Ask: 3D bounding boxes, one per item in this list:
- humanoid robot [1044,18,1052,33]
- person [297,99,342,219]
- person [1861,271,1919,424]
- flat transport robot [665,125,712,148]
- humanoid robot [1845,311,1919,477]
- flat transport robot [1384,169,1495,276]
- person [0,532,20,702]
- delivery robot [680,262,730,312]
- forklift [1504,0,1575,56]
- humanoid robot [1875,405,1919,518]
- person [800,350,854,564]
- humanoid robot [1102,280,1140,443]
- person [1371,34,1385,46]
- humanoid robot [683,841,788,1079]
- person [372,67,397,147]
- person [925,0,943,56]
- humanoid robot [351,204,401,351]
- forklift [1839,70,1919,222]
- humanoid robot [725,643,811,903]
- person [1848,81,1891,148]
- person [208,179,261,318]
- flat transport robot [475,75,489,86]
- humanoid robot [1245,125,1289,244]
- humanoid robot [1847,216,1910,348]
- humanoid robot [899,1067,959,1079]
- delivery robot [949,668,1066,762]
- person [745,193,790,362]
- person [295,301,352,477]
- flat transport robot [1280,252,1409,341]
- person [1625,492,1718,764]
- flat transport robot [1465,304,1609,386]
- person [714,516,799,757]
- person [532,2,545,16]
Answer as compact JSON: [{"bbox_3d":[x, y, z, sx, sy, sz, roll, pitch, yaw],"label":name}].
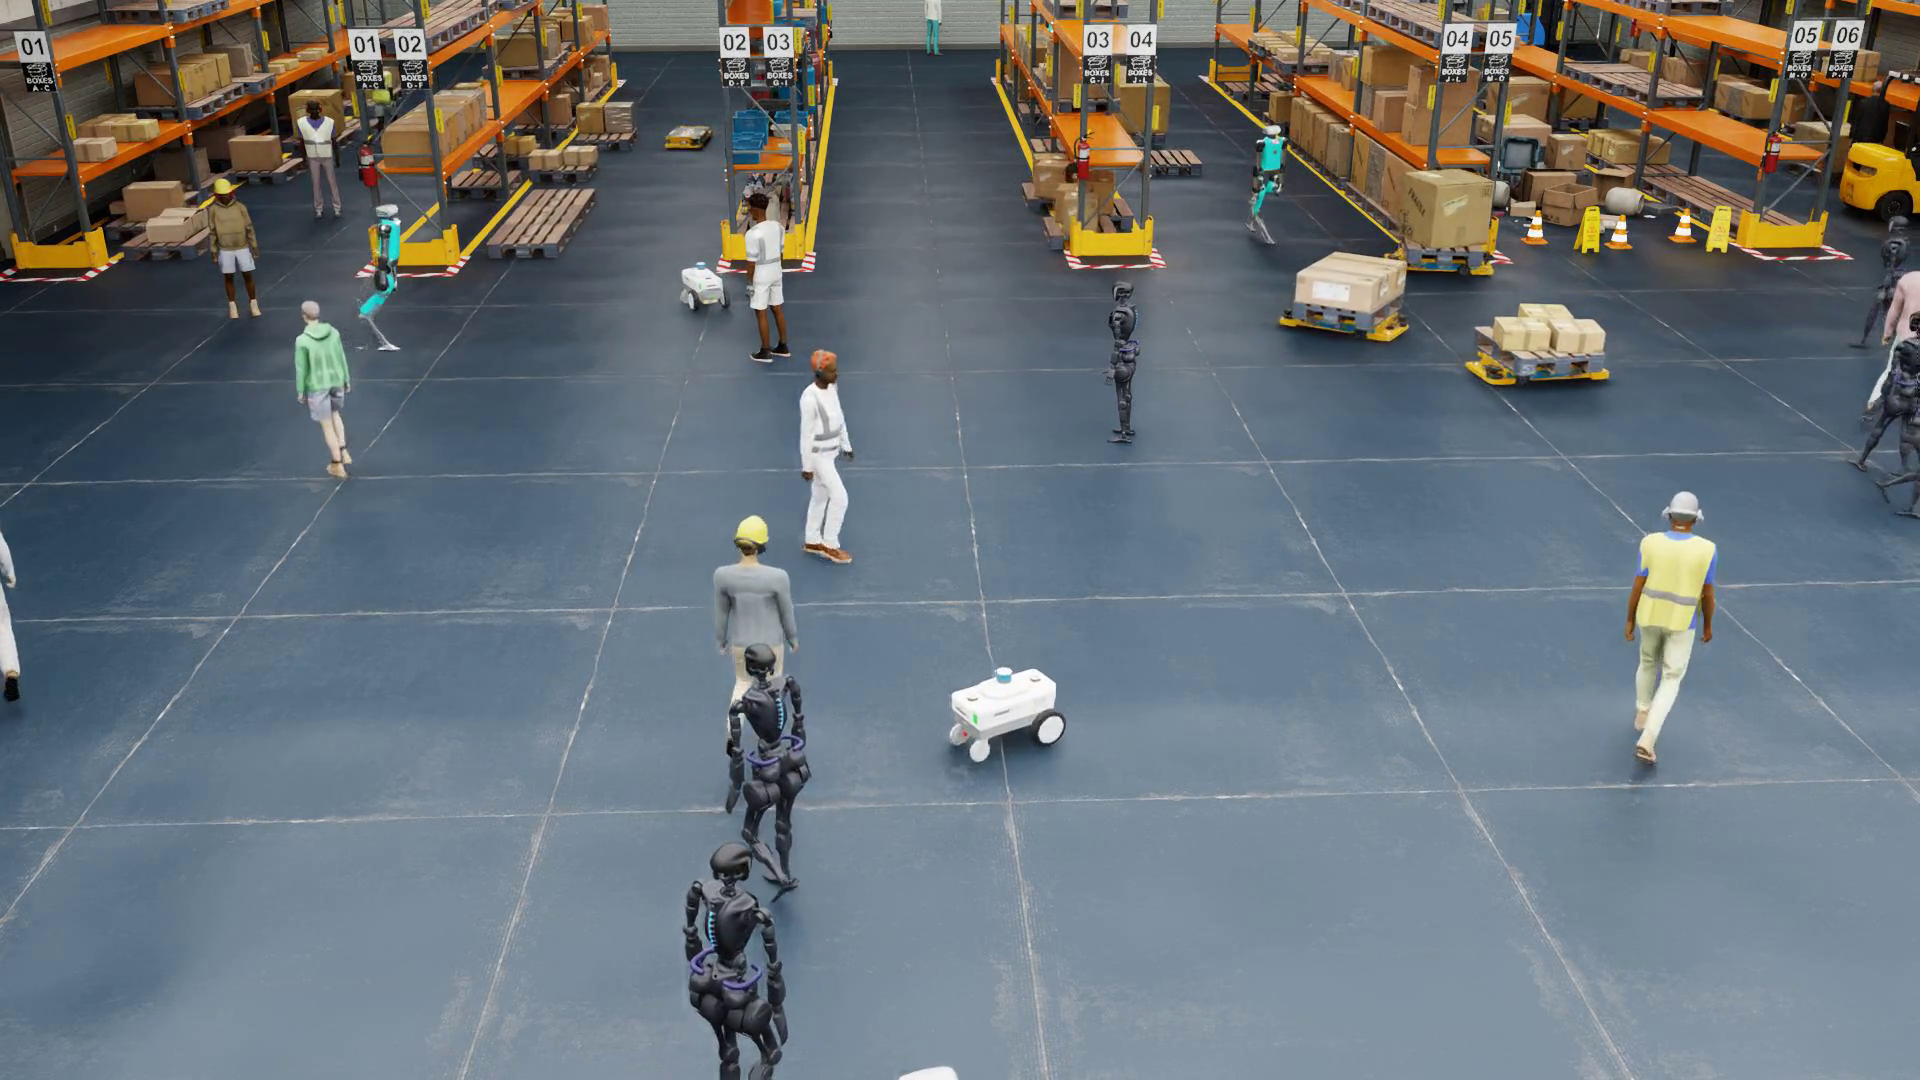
[{"bbox_3d":[2.328,-12.978,41.664,0.735,1.677,0.533,5,24,10],"label":"humanoid robot"},{"bbox_3d":[-9.949,-5.942,25.899,0.559,1.839,0.388,-6,25,-14],"label":"person"},{"bbox_3d":[9.797,-2.070,17.126,0.853,1.906,0.648,-17,29,-34],"label":"person"},{"bbox_3d":[-5.178,-7.684,31.738,0.659,0.231,1.431,1,24,1],"label":"flat transport robot"},{"bbox_3d":[9.006,-1.416,15.939,0.588,1.636,0.641,-10,26,-22],"label":"humanoid robot"},{"bbox_3d":[6.680,-3.892,23.218,1.431,0.231,0.659,4,24,9],"label":"flat transport robot"},{"bbox_3d":[-7.055,0.291,11.860,0.567,1.871,0.733,-16,29,-32],"label":"person"},{"bbox_3d":[-3.319,-3.278,21.484,0.505,0.593,0.764,-12,27,-25],"label":"delivery robot"},{"bbox_3d":[14.700,-13.805,42.301,1.873,2.768,1.129,-1,24,-2],"label":"forklift"},{"bbox_3d":[8.679,-1.016,15.013,0.504,1.637,0.607,13,27,26],"label":"humanoid robot"},{"bbox_3d":[-1.091,-0.710,14.115,0.645,1.863,0.584,5,25,12],"label":"person"},{"bbox_3d":[1.633,-1.810,16.790,0.315,1.657,0.599,8,25,17],"label":"humanoid robot"},{"bbox_3d":[10.565,-13.061,41.952,0.444,1.783,0.622,-3,24,-6],"label":"person"},{"bbox_3d":[-1.095,2.145,7.928,0.608,1.648,0.357,14,28,29],"label":"humanoid robot"},{"bbox_3d":[-10.873,-8.319,31.458,0.523,1.641,0.800,4,24,10],"label":"person"},{"bbox_3d":[-0.673,-13.295,42.504,0.524,1.768,0.328,20,31,37],"label":"person"},{"bbox_3d":[-6.899,-2.998,19.531,0.832,1.873,0.549,-1,24,-2],"label":"humanoid robot"},{"bbox_3d":[15.132,-6.143,25.915,2.313,2.155,1.214,-1,24,-2],"label":"forklift"},{"bbox_3d":[-1.061,1.357,9.689,0.443,1.642,0.590,20,31,38],"label":"humanoid robot"},{"bbox_3d":[14.930,-6.593,27.377,0.585,1.836,0.792,8,25,18],"label":"person"},{"bbox_3d":[-9.123,-3.672,20.896,0.548,1.756,0.414,-10,26,-22],"label":"person"},{"bbox_3d":[-10.627,-10.494,38.052,0.659,0.231,1.431,-1,24,-2],"label":"flat transport robot"},{"bbox_3d":[4.428,-5.282,24.609,0.544,1.772,1.060,-10,26,-21],"label":"humanoid robot"},{"bbox_3d":[10.964,-2.966,19.471,0.722,1.655,0.601,13,27,28],"label":"humanoid robot"},{"bbox_3d":[-0.234,2.669,6.706,0.532,1.769,0.987,-10,26,-20],"label":"humanoid robot"},{"bbox_3d":[0.324,1.172,11.512,0.811,0.613,0.499,-14,28,-29],"label":"delivery robot"},{"bbox_3d":[-2.257,-3.035,19.223,0.367,1.959,0.602,17,29,33],"label":"person"},{"bbox_3d":[-6.115,-1.454,15.932,0.471,1.727,0.506,18,30,35],"label":"person"},{"bbox_3d":[4.764,-2.723,20.591,1.431,0.231,0.659,15,28,30],"label":"flat transport robot"},{"bbox_3d":[4.769,0.580,11.221,0.530,1.862,0.889,16,29,32],"label":"person"},{"bbox_3d":[6.560,-1.982,18.925,1.431,0.231,0.659,-4,24,-9],"label":"flat transport robot"},{"bbox_3d":[-1.375,0.674,11.137,0.541,1.738,0.542,4,24,9],"label":"person"},{"bbox_3d":[-10.419,-12.671,40.984,0.520,1.862,0.389,1,24,3],"label":"person"}]
